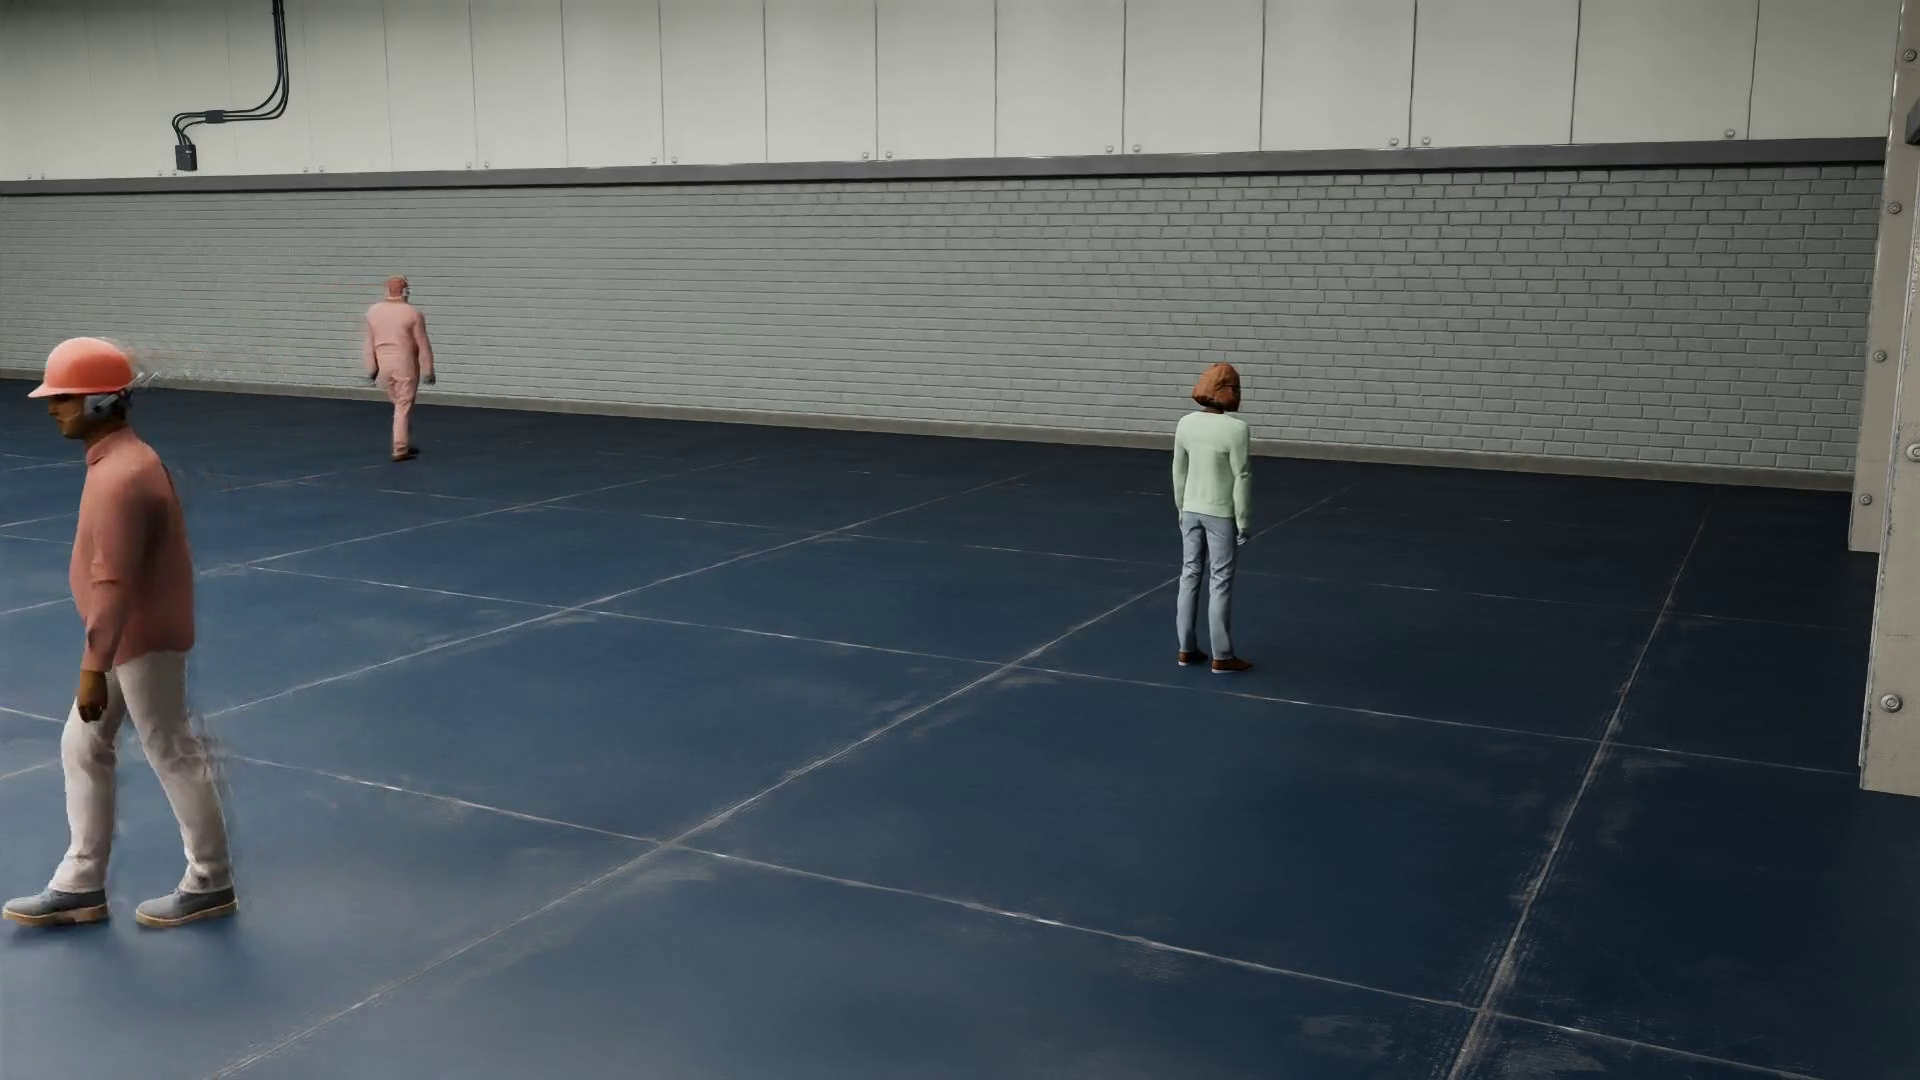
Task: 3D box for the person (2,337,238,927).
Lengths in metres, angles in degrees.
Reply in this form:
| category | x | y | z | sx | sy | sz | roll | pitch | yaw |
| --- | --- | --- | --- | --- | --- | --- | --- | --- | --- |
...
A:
| category | x | y | z | sx | sy | sz | roll | pitch | yaw |
| --- | --- | --- | --- | --- | --- | --- | --- | --- | --- |
| person | -2.820 | 0.341 | 5.374 | 0.837 | 1.964 | 0.654 | -6 | 12 | -28 |

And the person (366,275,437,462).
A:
| category | x | y | z | sx | sy | sz | roll | pitch | yaw |
| --- | --- | --- | --- | --- | --- | --- | --- | --- | --- |
| person | -5.670 | -1.767 | 17.093 | 0.680 | 1.880 | 0.754 | 4 | 11 | 19 |

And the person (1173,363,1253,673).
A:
| category | x | y | z | sx | sy | sz | roll | pitch | yaw |
| --- | --- | --- | --- | --- | --- | --- | --- | --- | --- |
| person | 1.337 | -0.118 | 8.799 | 0.288 | 1.633 | 0.501 | -9 | 13 | -39 |
